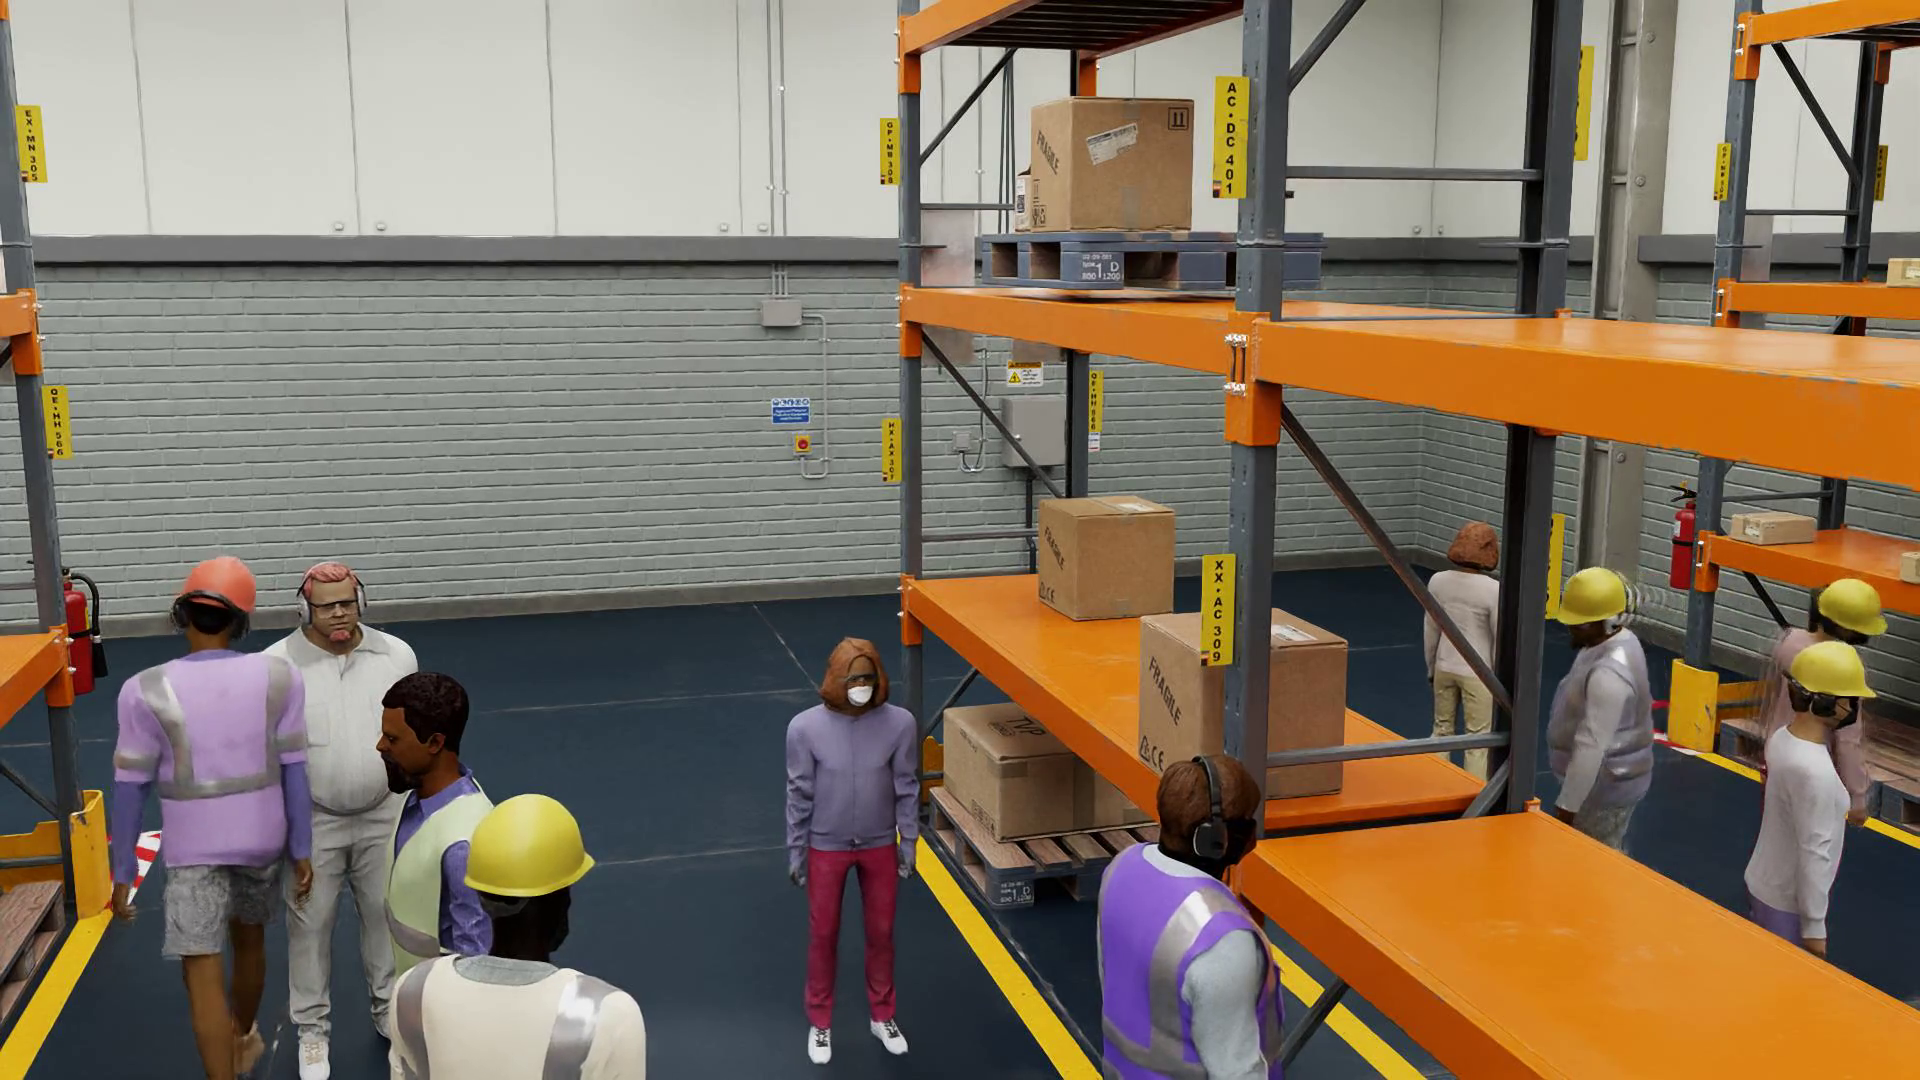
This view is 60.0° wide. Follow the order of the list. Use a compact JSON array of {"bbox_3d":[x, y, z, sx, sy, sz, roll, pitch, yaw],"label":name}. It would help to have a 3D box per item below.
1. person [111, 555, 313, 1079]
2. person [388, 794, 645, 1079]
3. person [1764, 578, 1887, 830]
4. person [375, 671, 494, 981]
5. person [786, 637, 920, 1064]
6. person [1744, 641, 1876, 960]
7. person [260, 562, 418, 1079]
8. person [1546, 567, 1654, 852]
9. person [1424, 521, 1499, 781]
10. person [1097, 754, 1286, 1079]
[{"bbox_3d":[-2.527,1.066,5.708,0.684,1.977,1.015,-8,13,-38],"label":"person"},{"bbox_3d":[-0.893,1.473,3.500,0.589,1.928,0.384,3,10,17],"label":"person"},{"bbox_3d":[3.505,0.984,6.888,0.364,1.720,0.666,-1,10,-4],"label":"person"},{"bbox_3d":[-1.390,1.291,4.562,0.391,1.920,0.593,-5,11,-28],"label":"person"},{"bbox_3d":[-0.395,1.152,6.196,0.499,1.628,0.287,-2,10,-13],"label":"person"},{"bbox_3d":[2.810,1.197,5.563,0.337,1.757,0.518,3,10,18],"label":"person"},{"bbox_3d":[-2.269,1.020,6.141,0.643,1.909,0.409,-8,13,-38],"label":"person"},{"bbox_3d":[2.563,0.975,6.750,0.445,1.788,0.610,4,11,20],"label":"person"},{"bbox_3d":[2.642,0.712,8.671,0.286,1.633,0.500,-7,12,-37],"label":"person"},{"bbox_3d":[0.569,1.416,4.072,0.429,1.842,0.629,-4,11,-19],"label":"person"}]
